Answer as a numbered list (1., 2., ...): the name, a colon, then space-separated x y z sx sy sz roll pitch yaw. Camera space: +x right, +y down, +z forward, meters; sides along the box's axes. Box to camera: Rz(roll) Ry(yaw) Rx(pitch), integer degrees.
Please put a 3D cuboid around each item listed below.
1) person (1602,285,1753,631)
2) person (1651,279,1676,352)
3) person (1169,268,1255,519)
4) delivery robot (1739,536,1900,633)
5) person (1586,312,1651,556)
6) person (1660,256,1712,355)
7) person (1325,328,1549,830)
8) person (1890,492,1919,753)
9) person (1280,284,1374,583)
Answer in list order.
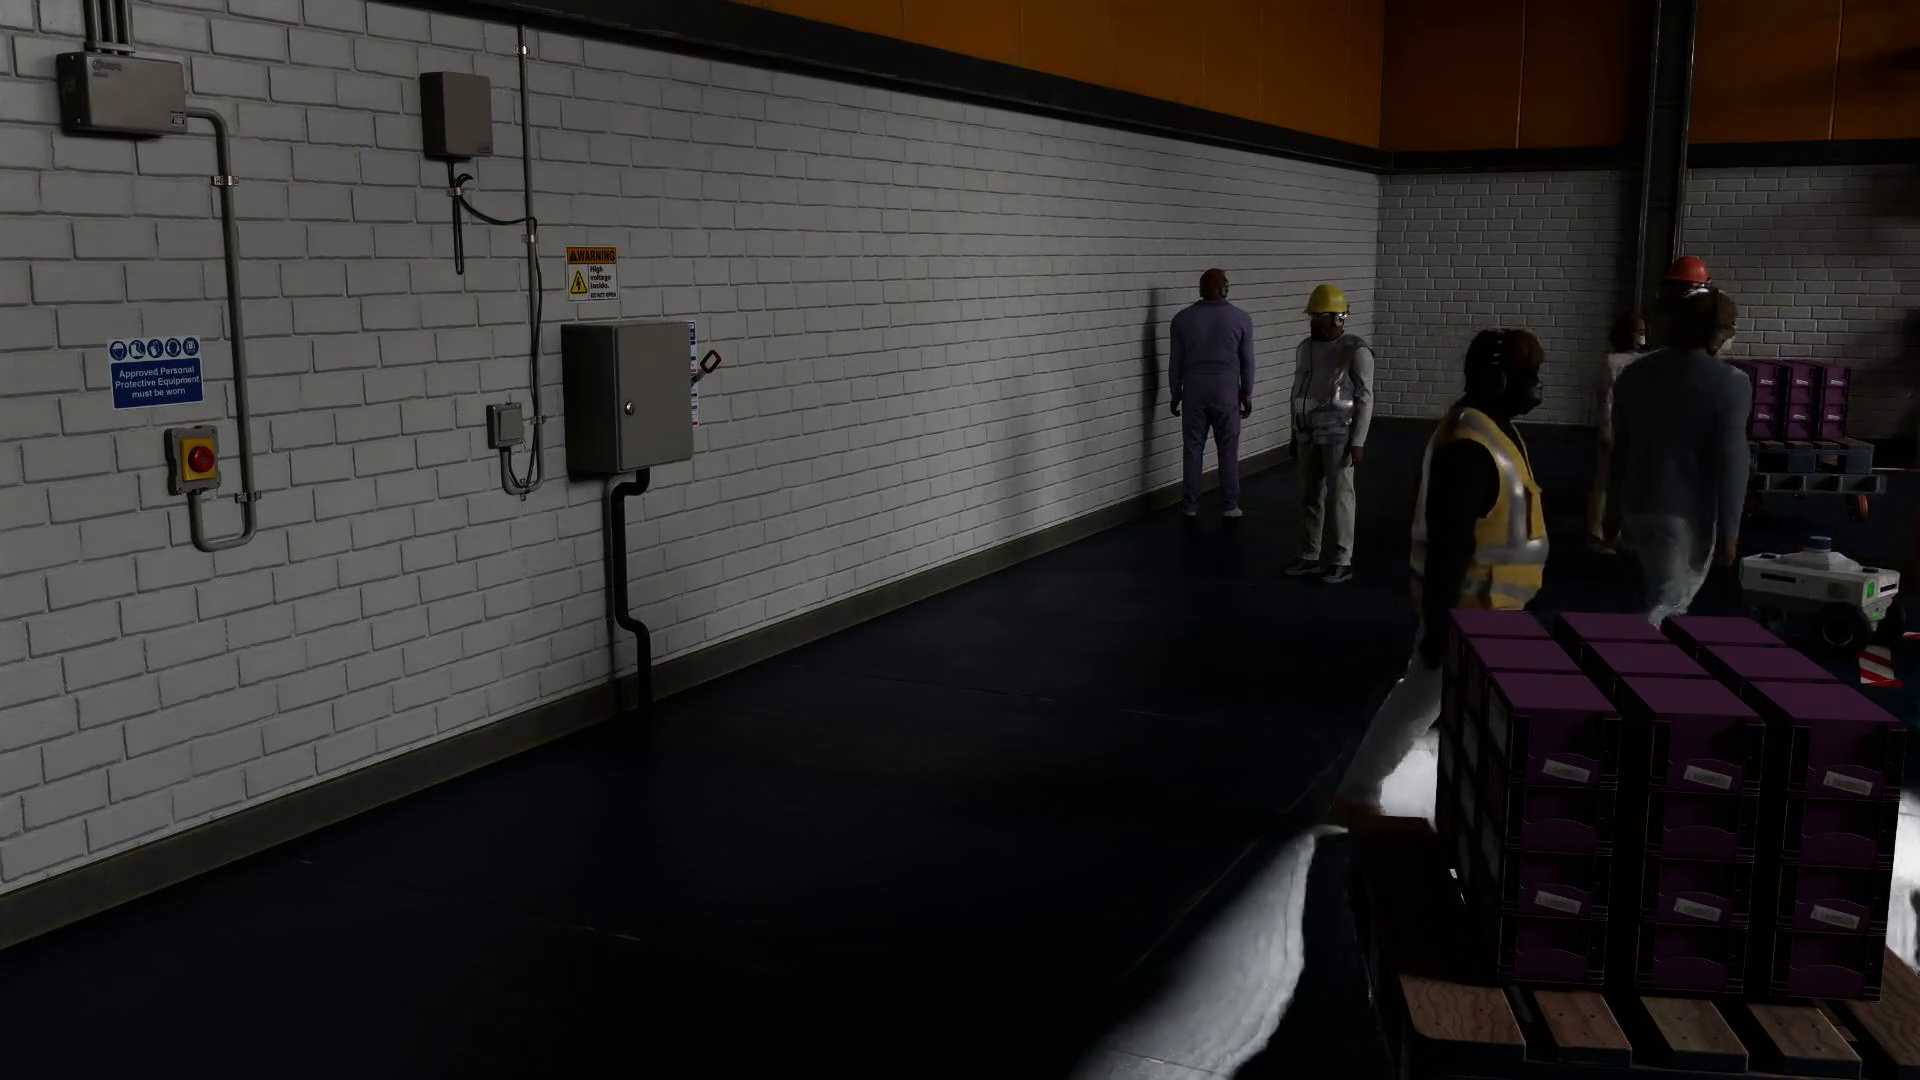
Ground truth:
1. person: 2.890 -0.100 6.887 0.938 1.902 0.663 -5 11 -28
2. person: 6.033 -1.314 14.071 0.845 1.850 0.521 0 10 -1
3. person: 1.918 -1.108 12.687 0.644 1.905 0.400 2 10 14
4. delivery robot: 4.433 0.223 8.607 0.477 0.478 0.707 -8 12 -38
5. person: 4.450 -0.717 11.201 0.507 1.632 0.268 -8 13 -39
6. person: 4.951 -0.942 11.454 0.372 1.996 0.620 4 10 20
7. person: 1.687 0.197 5.495 0.976 1.792 0.637 4 10 20
8. person: 3.958 0.038 6.370 0.591 1.798 0.962 -3 10 -16
9. person: 2.251 -0.654 10.261 0.403 1.830 0.601 -7 12 -34
